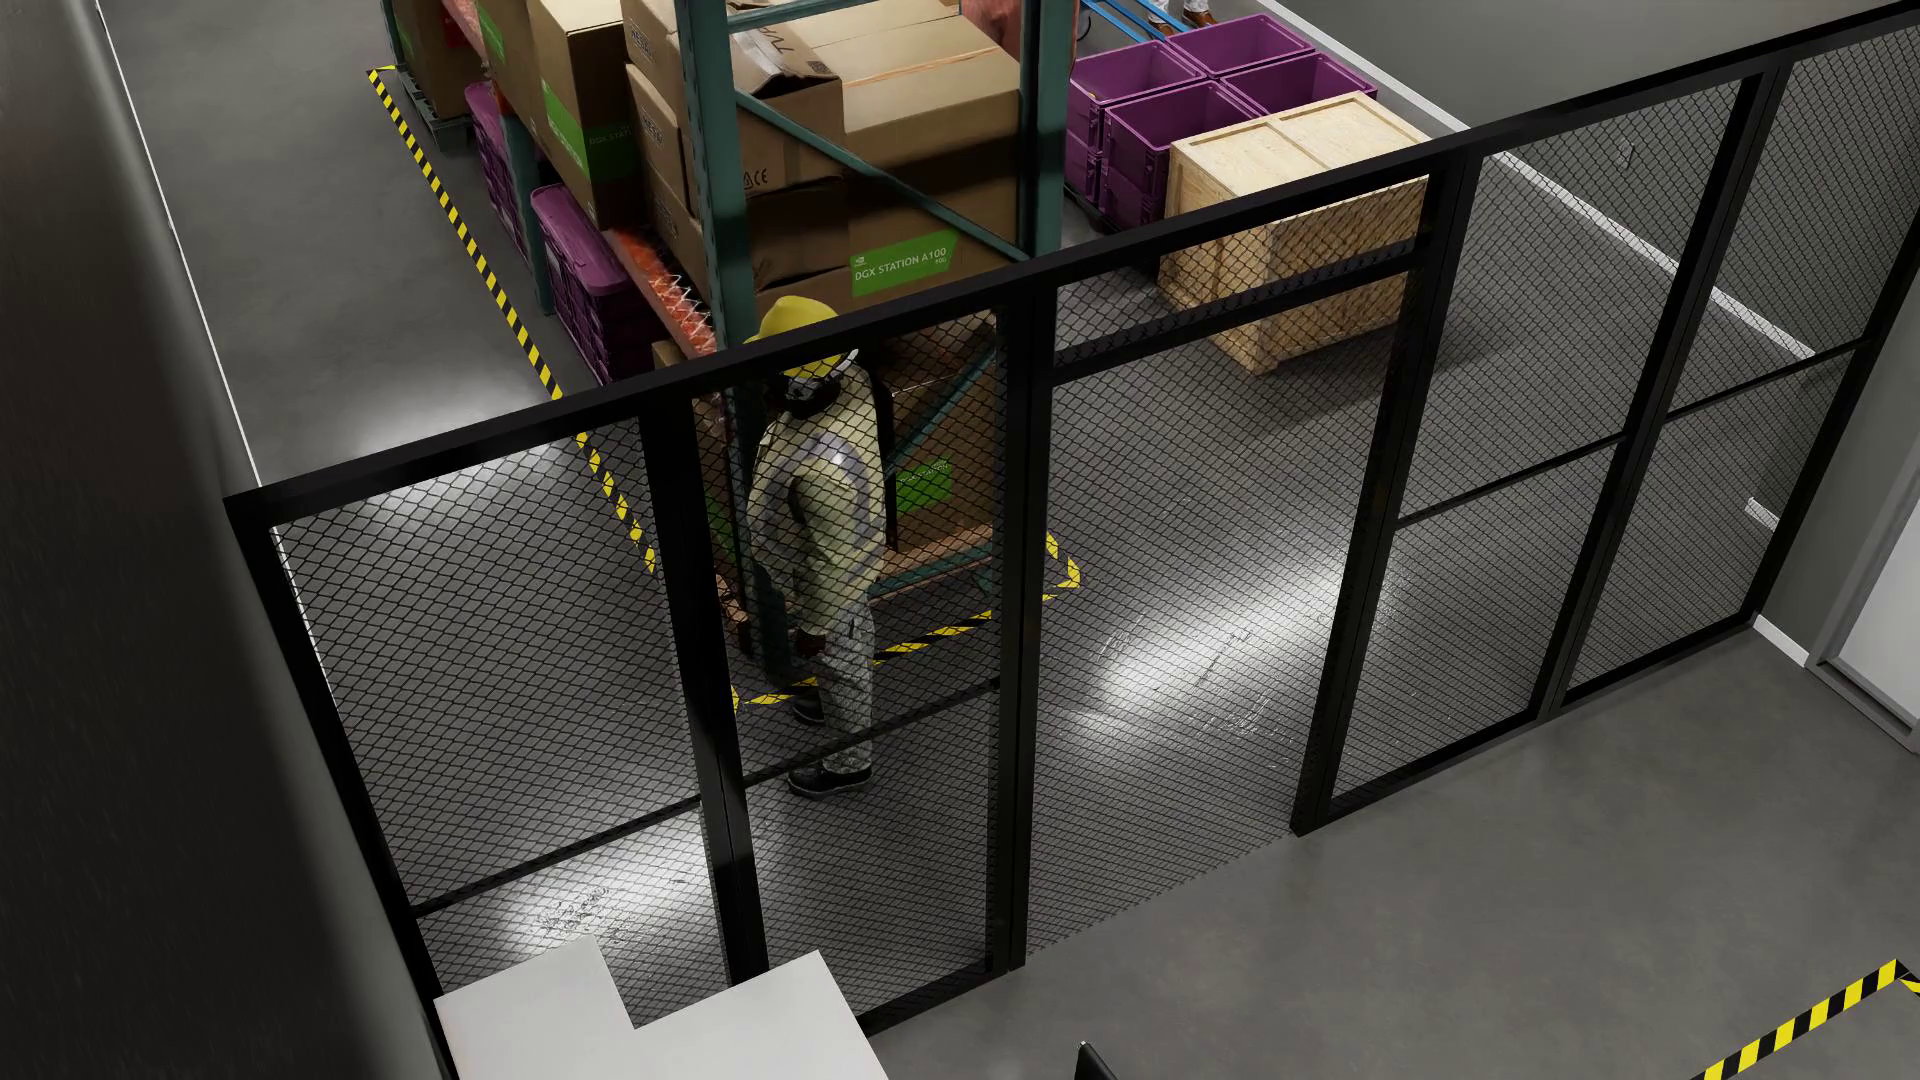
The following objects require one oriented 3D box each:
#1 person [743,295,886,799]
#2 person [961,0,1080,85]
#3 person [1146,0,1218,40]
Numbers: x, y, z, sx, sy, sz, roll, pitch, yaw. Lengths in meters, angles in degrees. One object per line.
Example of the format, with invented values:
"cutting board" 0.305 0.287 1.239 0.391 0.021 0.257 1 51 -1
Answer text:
"person" -0.420 0.050 4.967 0.403 1.835 0.587 1 42 1
"person" 0.225 -1.808 6.881 0.608 1.997 0.375 -31 51 -30
"person" 1.281 -3.622 8.907 0.635 1.937 0.354 -22 47 -22
